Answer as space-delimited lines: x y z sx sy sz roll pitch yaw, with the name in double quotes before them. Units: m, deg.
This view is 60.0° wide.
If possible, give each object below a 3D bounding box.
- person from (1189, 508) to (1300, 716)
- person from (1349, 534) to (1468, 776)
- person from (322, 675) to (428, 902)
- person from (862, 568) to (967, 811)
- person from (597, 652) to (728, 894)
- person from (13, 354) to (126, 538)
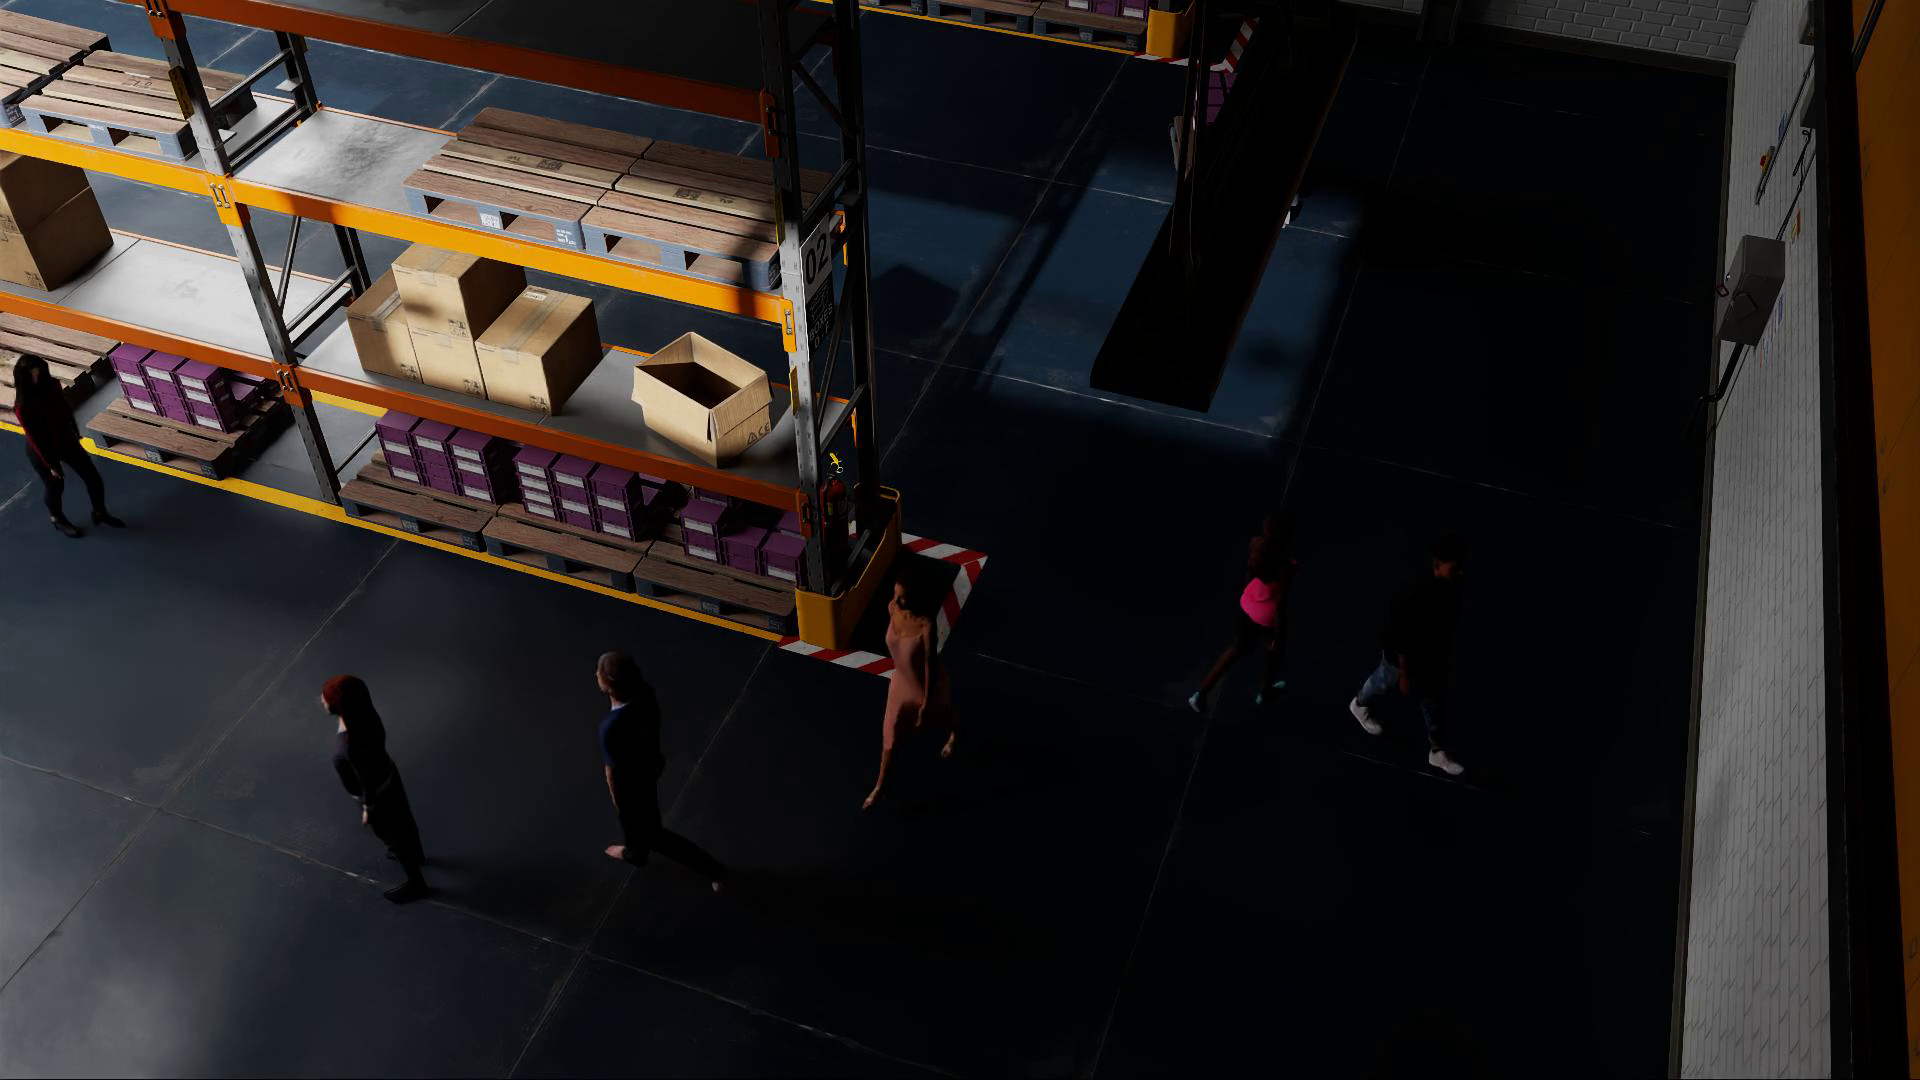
"person" 1.813 0.505 10.423 1.000 1.700 1.013 -22 48 -21
"person" 2.743 0.619 10.252 1.121 1.770 1.212 -21 47 -21
"person" -3.315 1.391 9.435 0.665 1.780 0.656 -8 44 -8
"person" -0.171 0.827 10.026 1.128 1.781 0.937 32 52 29
"person" -1.742 1.358 9.425 1.103 1.842 0.723 11 45 11
"person" -6.435 -0.643 11.688 0.769 1.617 0.616 12 45 12
